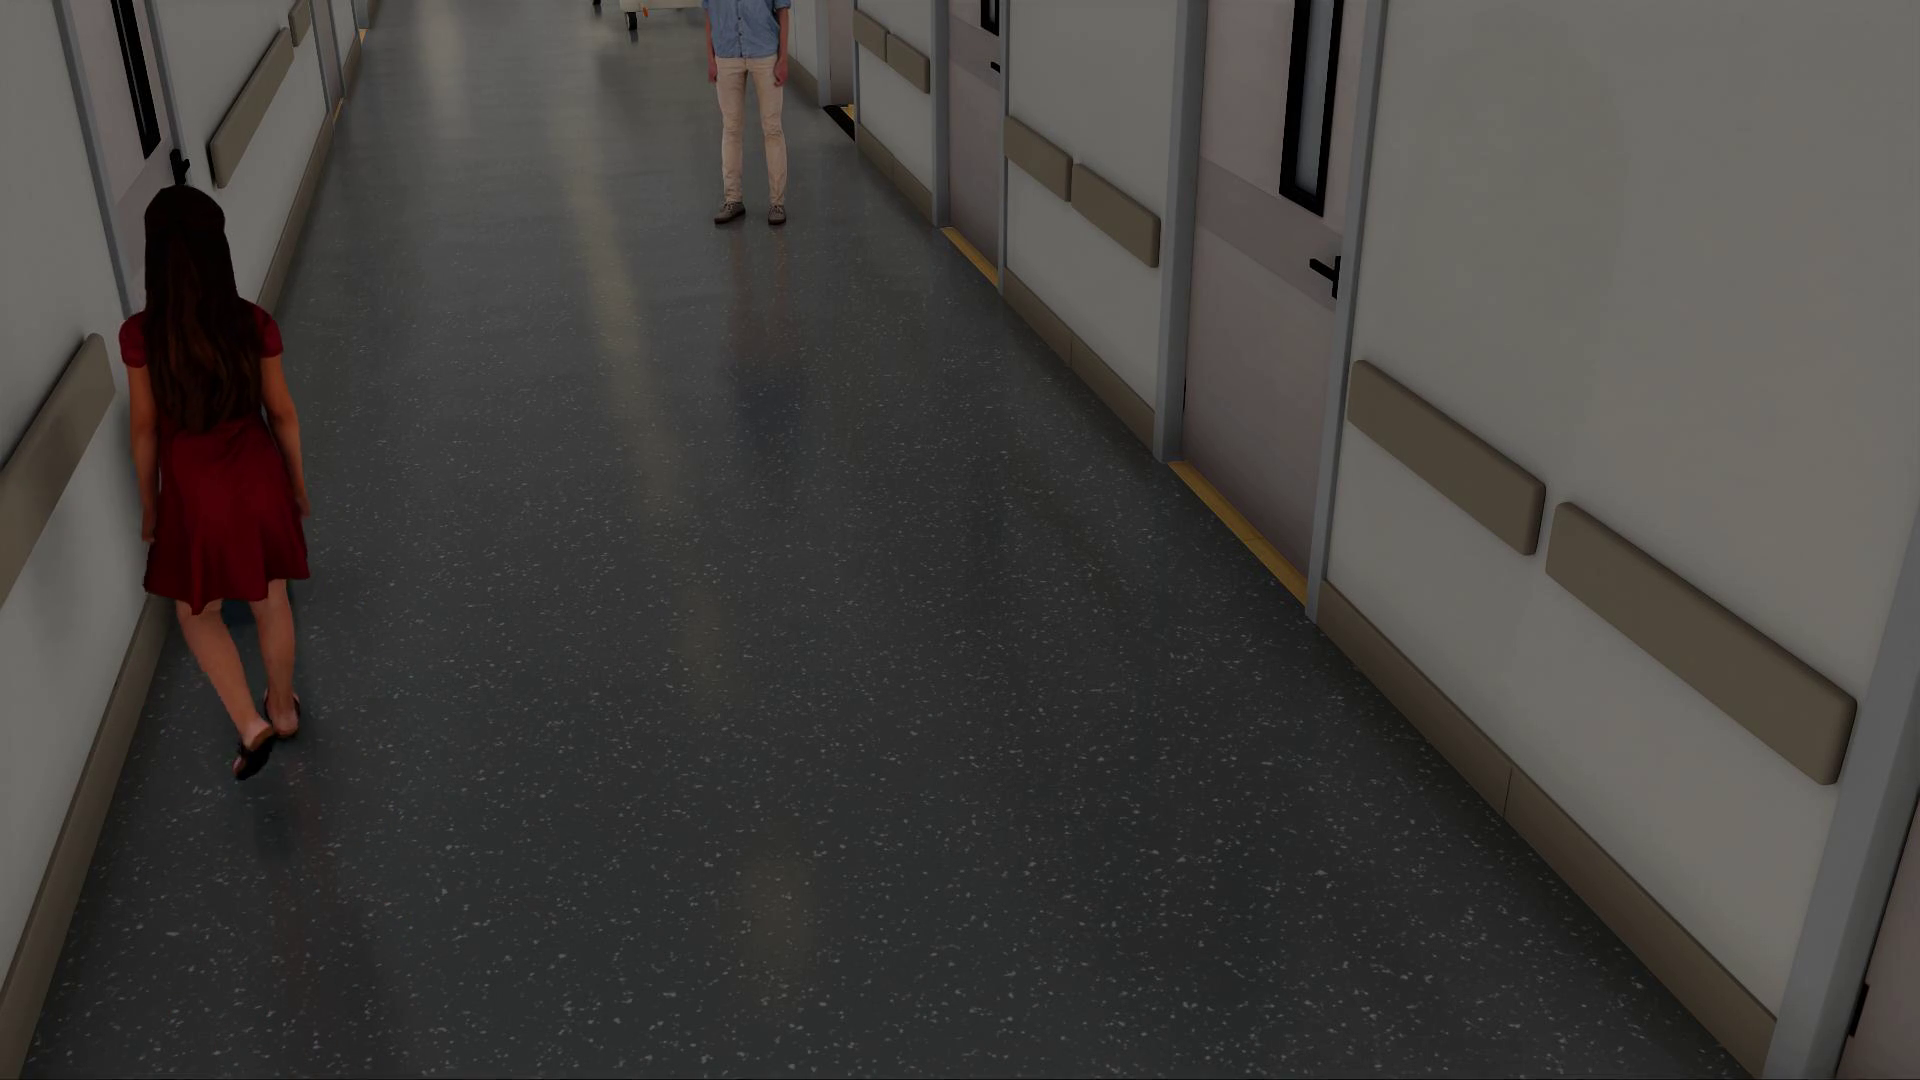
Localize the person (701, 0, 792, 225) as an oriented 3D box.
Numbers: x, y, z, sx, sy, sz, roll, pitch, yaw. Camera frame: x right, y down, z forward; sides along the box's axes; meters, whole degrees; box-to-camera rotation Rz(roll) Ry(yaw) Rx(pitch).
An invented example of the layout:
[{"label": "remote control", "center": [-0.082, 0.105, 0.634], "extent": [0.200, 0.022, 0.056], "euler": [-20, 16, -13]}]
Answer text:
[{"label": "person", "center": [-1.172, -2.706, 9.223], "extent": [0.627, 1.848, 0.780], "euler": [3, 26, 6]}]

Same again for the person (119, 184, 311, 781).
[{"label": "person", "center": [-1.844, -0.099, 4.163], "extent": [0.851, 1.539, 0.796], "euler": [-16, 30, -29]}]
